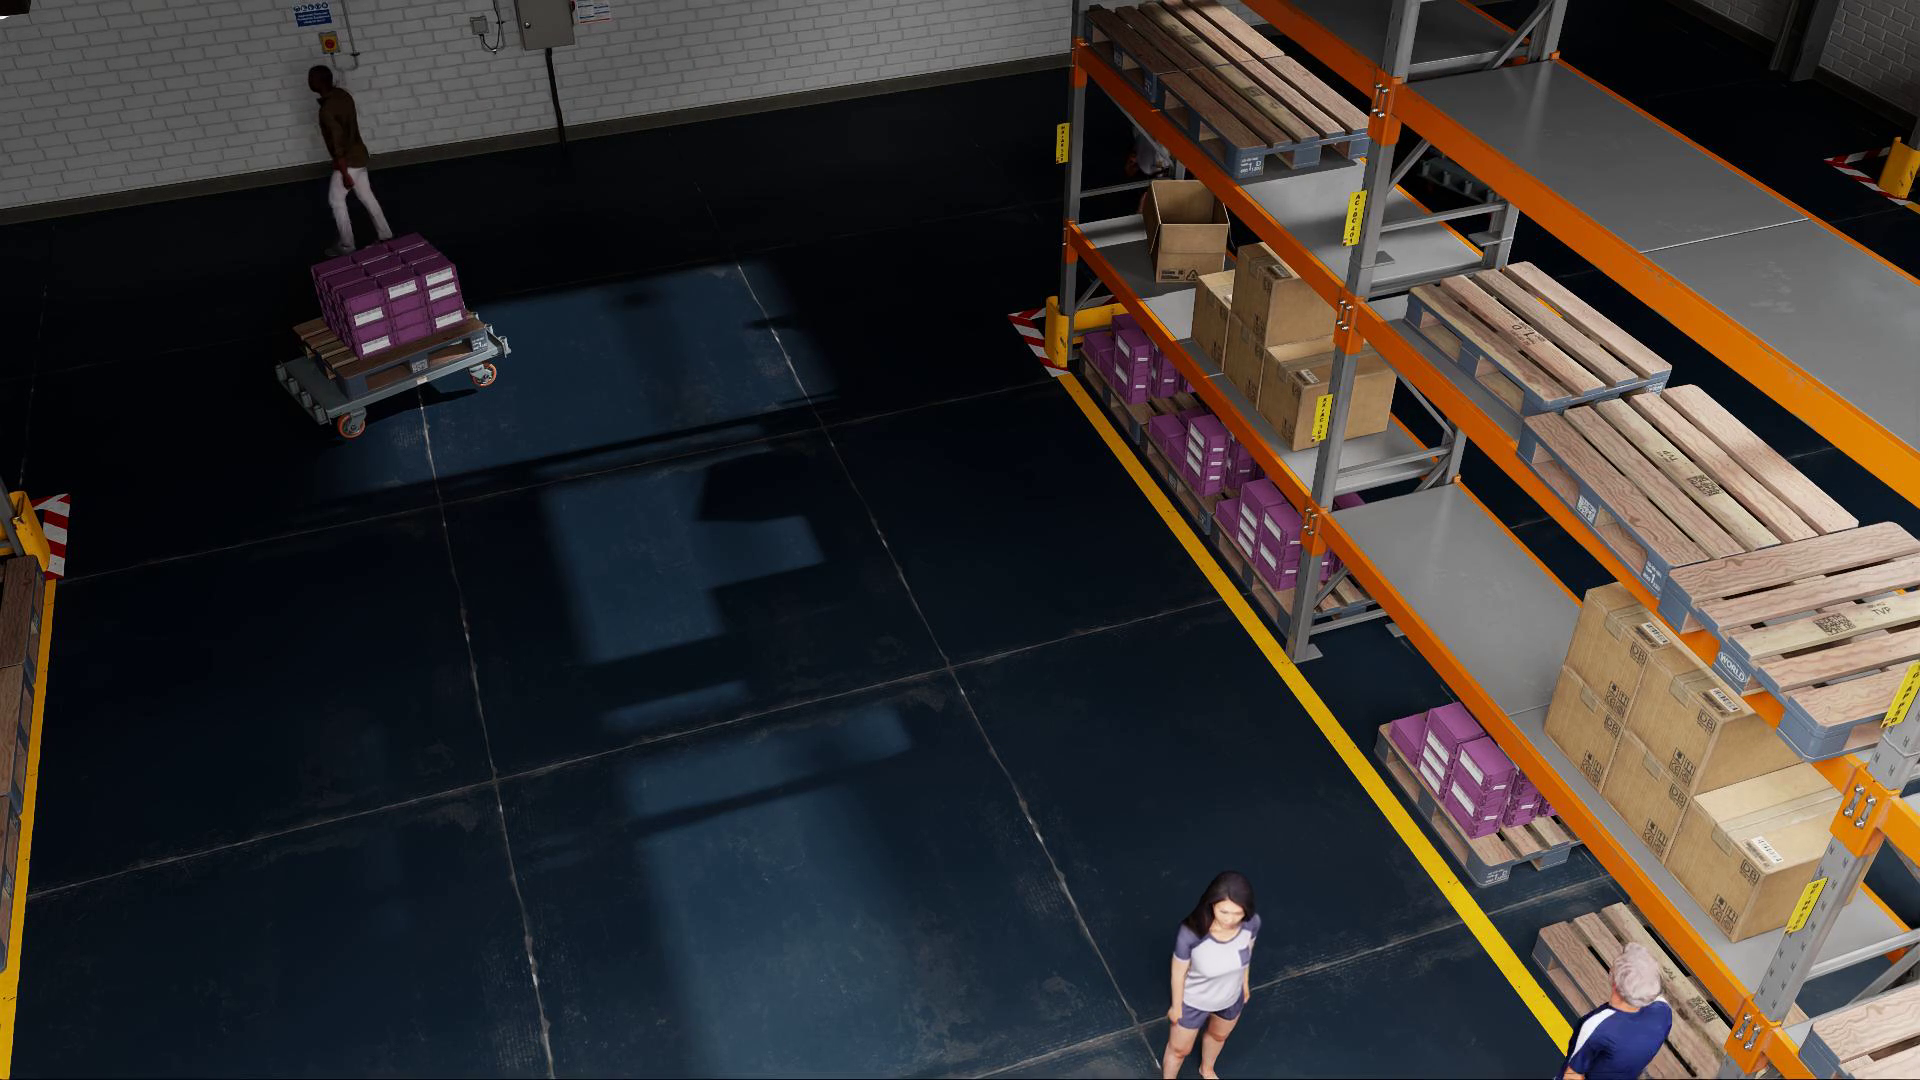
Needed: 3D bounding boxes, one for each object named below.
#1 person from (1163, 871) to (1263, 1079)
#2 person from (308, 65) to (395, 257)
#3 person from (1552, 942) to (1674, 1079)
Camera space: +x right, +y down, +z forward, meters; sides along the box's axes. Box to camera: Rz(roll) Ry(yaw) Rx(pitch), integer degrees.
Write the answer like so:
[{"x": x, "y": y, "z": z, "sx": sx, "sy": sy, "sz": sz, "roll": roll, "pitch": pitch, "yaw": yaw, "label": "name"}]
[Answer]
[{"x": 1.220, "y": 2.192, "z": 8.085, "sx": 0.586, "sy": 1.707, "sz": 0.503, "roll": -14, "pitch": 41, "yaw": -17, "label": "person"}, {"x": -5.436, "y": -3.399, "z": 15.009, "sx": 0.974, "sy": 1.803, "sz": 0.928, "roll": 0, "pitch": 39, "yaw": 0, "label": "person"}, {"x": 2.919, "y": 2.562, "z": 7.530, "sx": 0.637, "sy": 1.822, "sz": 0.605, "roll": -13, "pitch": 40, "yaw": -15, "label": "person"}]
